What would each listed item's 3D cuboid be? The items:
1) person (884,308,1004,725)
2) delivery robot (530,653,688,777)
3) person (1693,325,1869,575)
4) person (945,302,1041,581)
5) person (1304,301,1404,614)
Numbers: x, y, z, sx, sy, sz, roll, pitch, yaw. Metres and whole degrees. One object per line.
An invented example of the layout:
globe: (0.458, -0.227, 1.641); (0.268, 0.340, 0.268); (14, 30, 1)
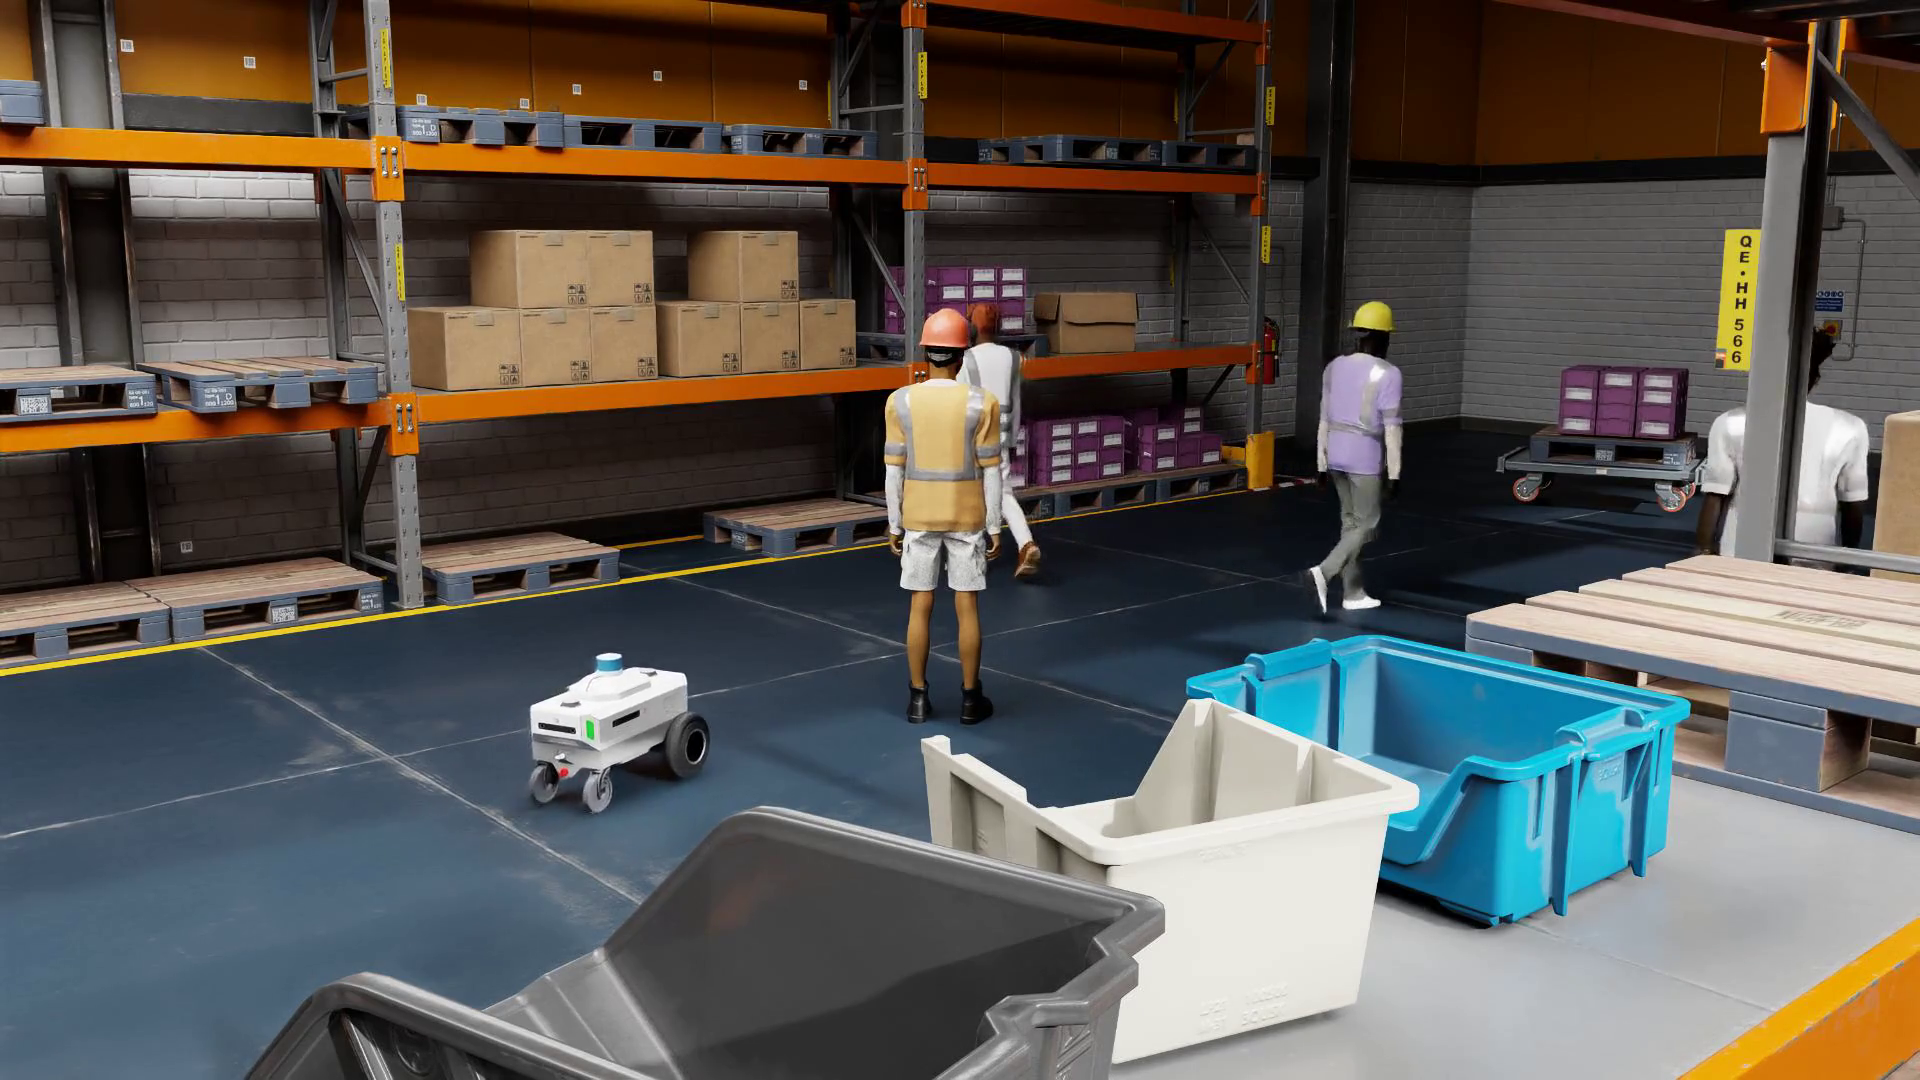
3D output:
person: (-0.070, -0.101, 7.740); (0.551, 1.936, 0.356); (1, 10, 7)
delivery robot: (-1.430, 0.709, 6.815); (0.477, 0.478, 0.707); (5, 11, 25)
person: (3.354, 0.076, 6.860); (0.655, 1.903, 1.031); (5, 11, 25)
person: (0.200, -0.646, 11.015); (0.581, 1.859, 0.859); (-6, 12, -31)
person: (2.320, -0.469, 9.936); (0.698, 1.904, 0.594); (-7, 12, -33)
